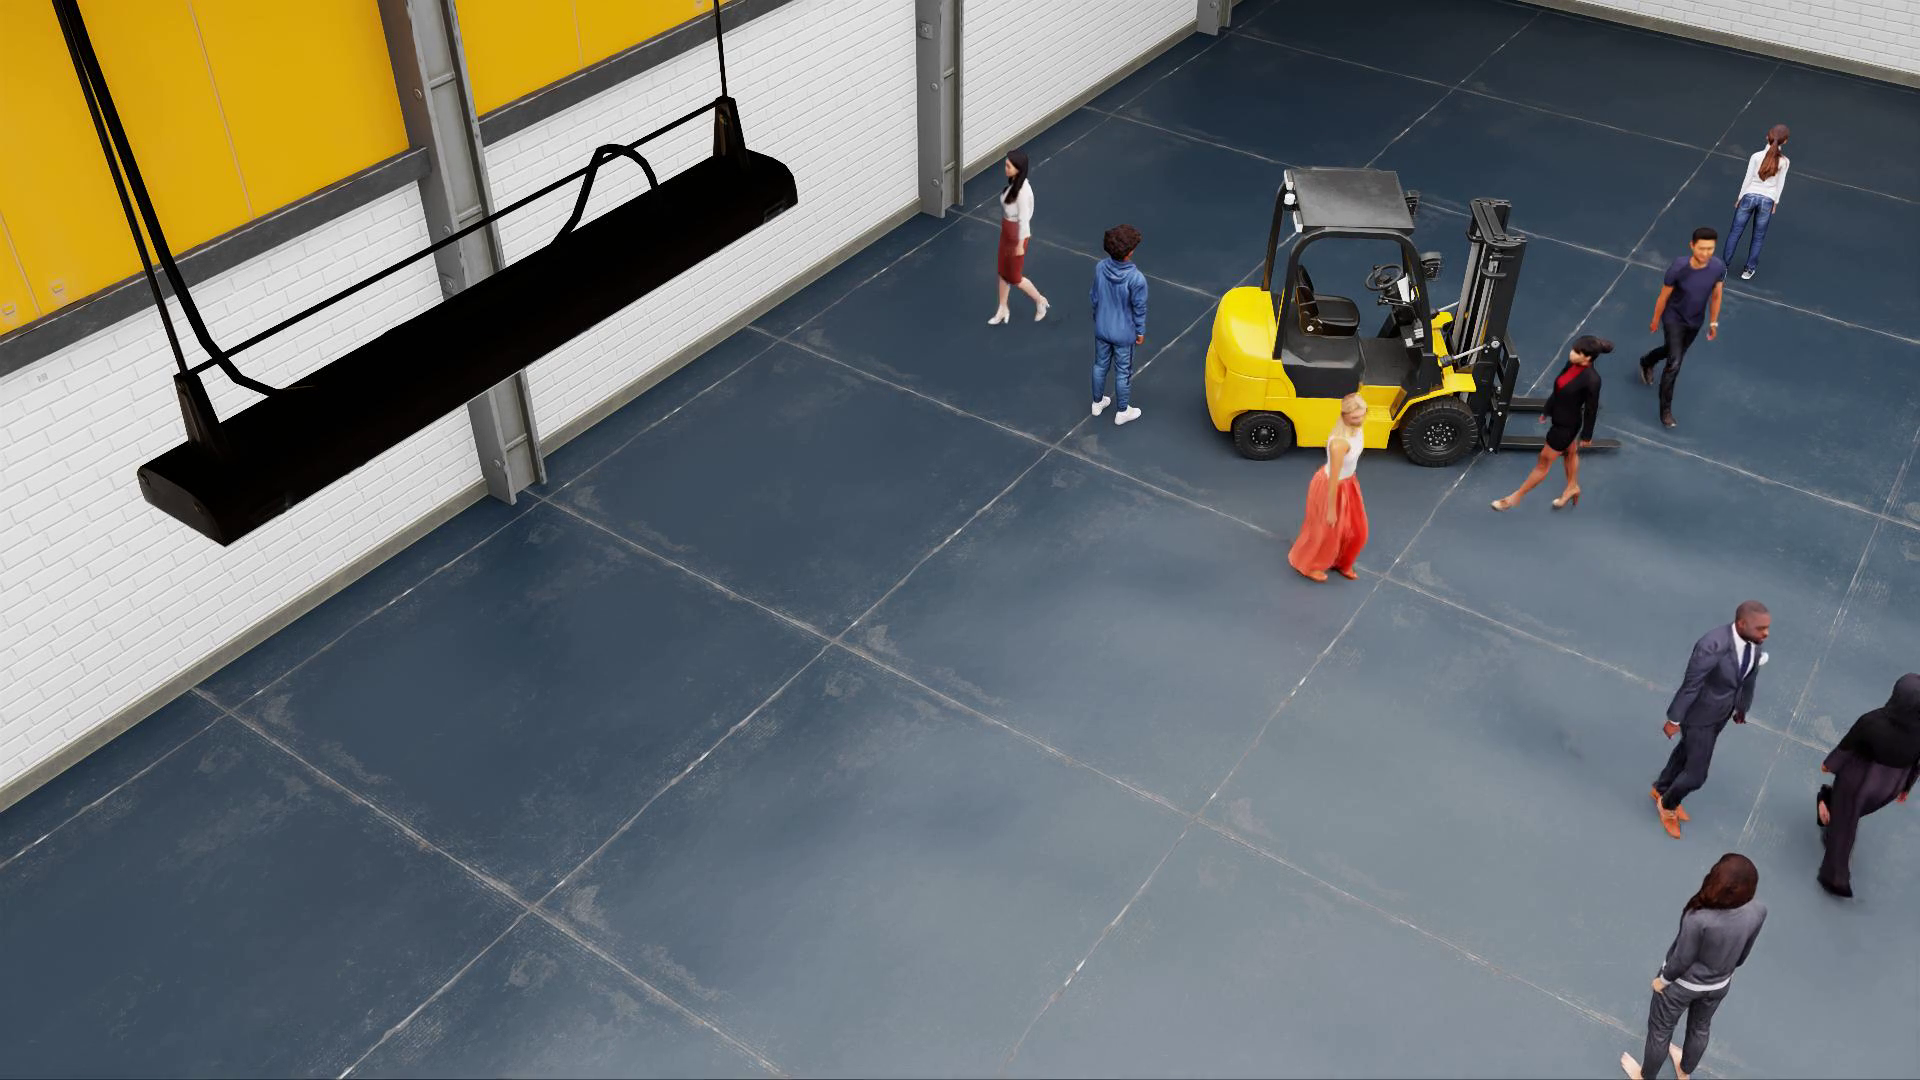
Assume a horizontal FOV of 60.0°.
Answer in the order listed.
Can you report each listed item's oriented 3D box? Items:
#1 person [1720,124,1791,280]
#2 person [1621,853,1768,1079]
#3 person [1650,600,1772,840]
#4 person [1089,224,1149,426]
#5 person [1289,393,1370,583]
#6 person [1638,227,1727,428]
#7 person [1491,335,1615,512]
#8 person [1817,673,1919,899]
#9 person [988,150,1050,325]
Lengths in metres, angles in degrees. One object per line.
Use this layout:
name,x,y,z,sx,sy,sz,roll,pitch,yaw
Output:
person,7.630,-3.243,15.923,0.573,1.559,0.581,14,41,17
person,3.910,2.306,8.806,0.674,1.770,0.738,-7,39,-9
person,4.590,1.020,10.385,0.778,1.808,0.896,-18,42,-21
person,1.316,-1.808,13.924,0.678,1.810,0.559,25,45,28
person,2.706,-0.386,12.175,0.804,1.771,0.744,18,42,21
person,6.087,-1.895,14.078,1.102,1.754,1.217,-4,39,-5
person,4.775,-0.873,12.915,1.018,1.608,1.003,-3,39,-4
person,5.473,1.478,9.972,0.949,1.607,1.162,5,39,6
person,0.543,-2.722,15.124,0.928,1.742,0.860,-8,39,-10
